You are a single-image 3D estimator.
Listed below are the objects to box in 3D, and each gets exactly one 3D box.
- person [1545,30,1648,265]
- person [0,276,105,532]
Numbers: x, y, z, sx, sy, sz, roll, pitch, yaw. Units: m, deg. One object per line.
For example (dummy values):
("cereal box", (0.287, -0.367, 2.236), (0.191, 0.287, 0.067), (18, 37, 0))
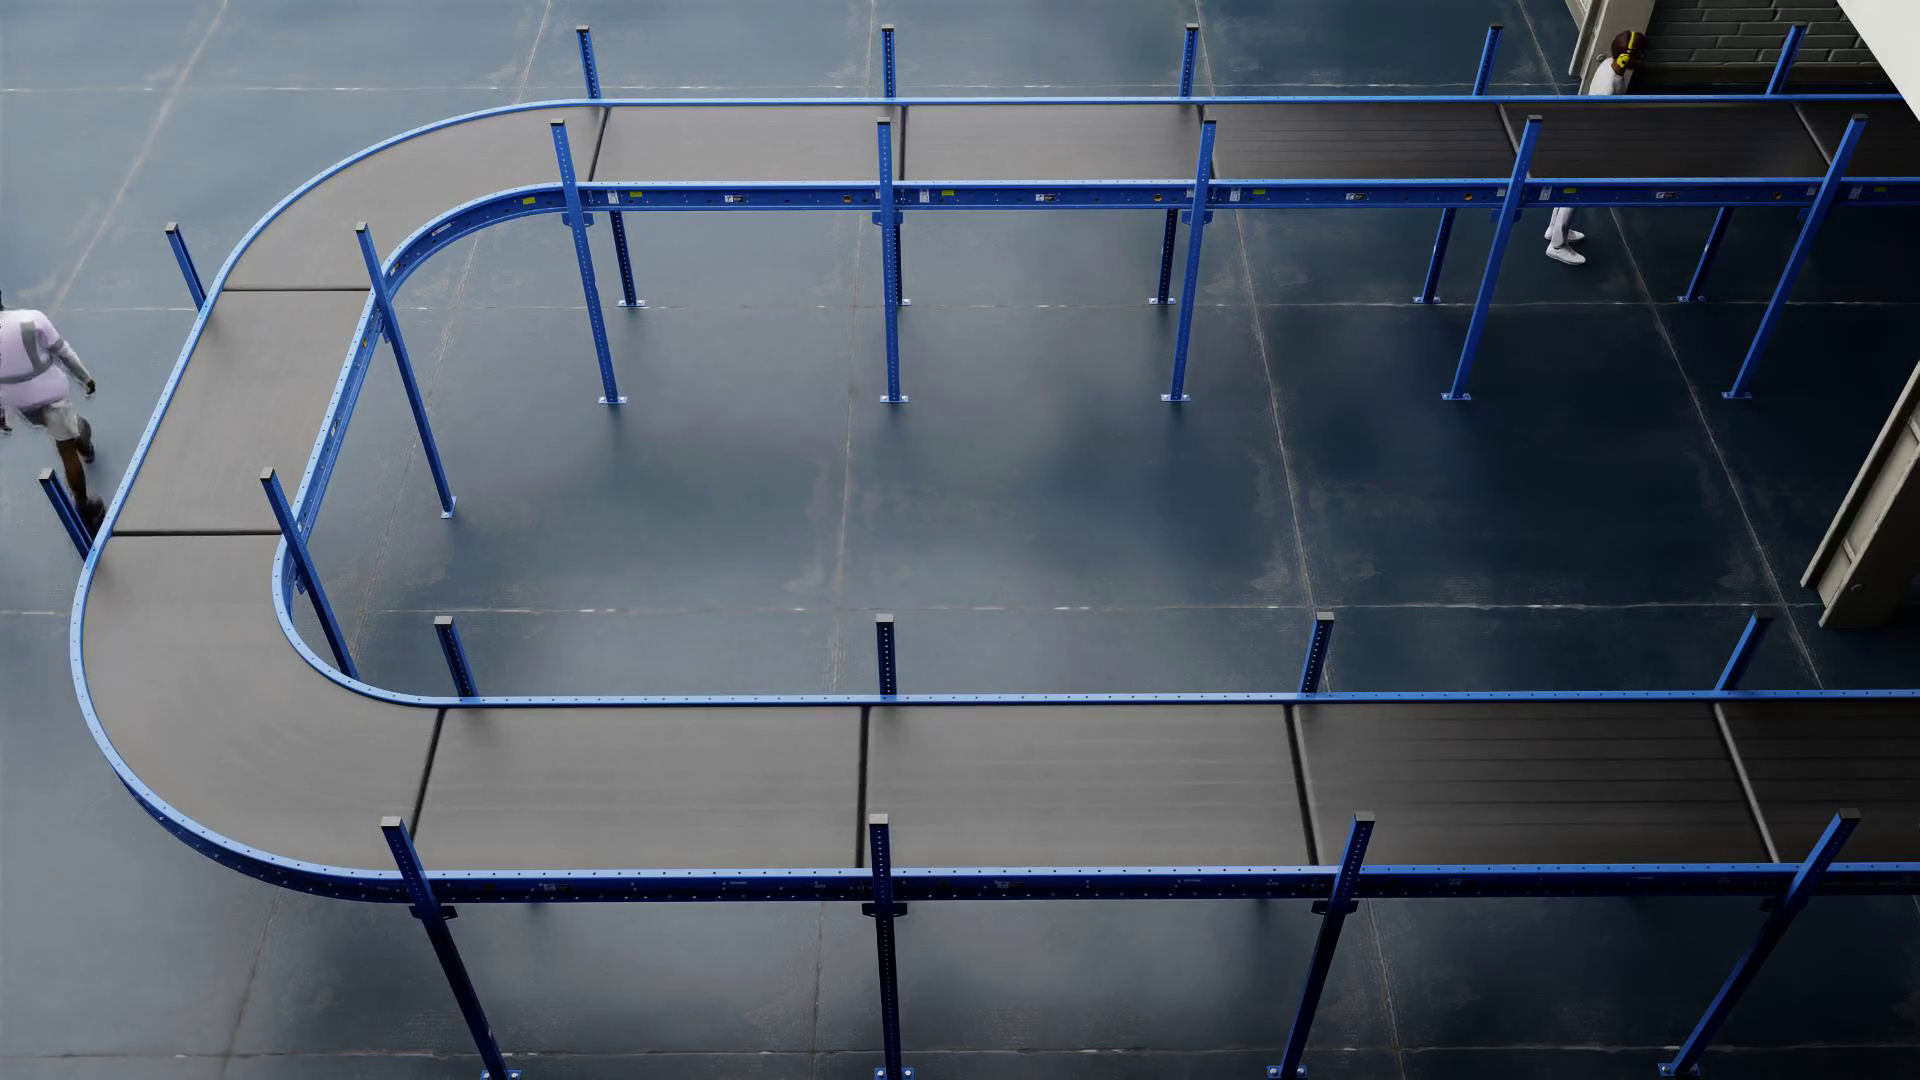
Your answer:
("person", (4.709, -2.923, 12.731), (0.329, 1.868, 0.512), (11, 48, 10))
("person", (-5.868, -1.004, 10.936), (0.582, 1.869, 1.040), (-11, 48, -10))
